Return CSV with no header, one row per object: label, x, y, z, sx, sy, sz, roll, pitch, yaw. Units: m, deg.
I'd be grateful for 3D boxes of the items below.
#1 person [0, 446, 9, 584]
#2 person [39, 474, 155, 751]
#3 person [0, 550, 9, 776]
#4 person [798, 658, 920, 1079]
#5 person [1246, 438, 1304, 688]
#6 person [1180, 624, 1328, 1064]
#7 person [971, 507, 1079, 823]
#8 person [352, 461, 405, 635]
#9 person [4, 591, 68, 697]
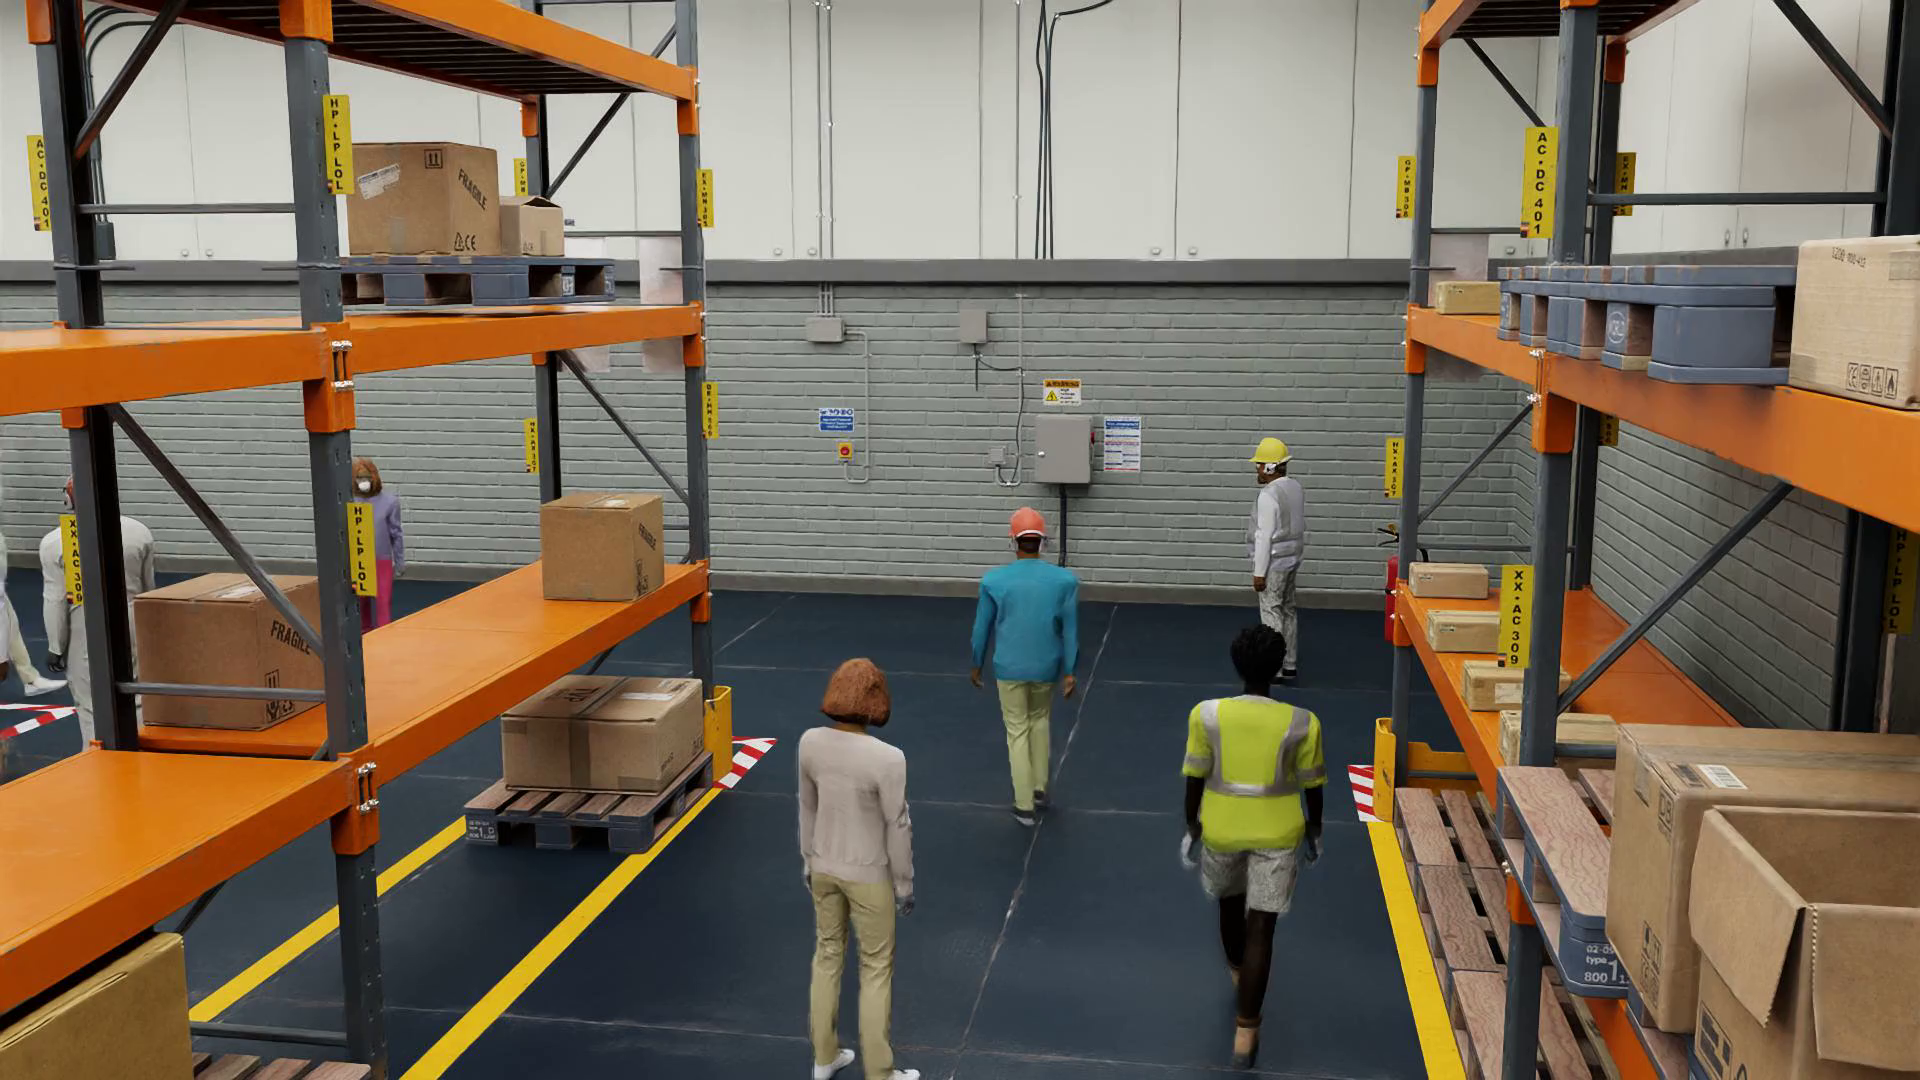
person,-9.446,-0.412,15.977,0.574,1.738,0.352,4,10,22
person,-4.941,0.549,9.545,0.399,1.902,0.643,6,11,34
person,-5.673,0.605,9.384,0.589,1.841,0.866,0,9,1
person,-0.384,1.237,6.142,0.505,1.625,0.276,7,11,35
person,2.295,0.164,12.173,0.405,1.823,0.591,6,11,32
person,1.176,1.143,6.603,0.551,1.650,0.872,3,10,18
person,0.336,0.673,9.282,0.568,1.732,0.622,-2,10,-15
person,-4.558,0.177,12.810,0.526,1.584,0.876,-3,10,-19
person,-6.752,0.243,11.627,0.842,1.836,0.534,0,9,-3
